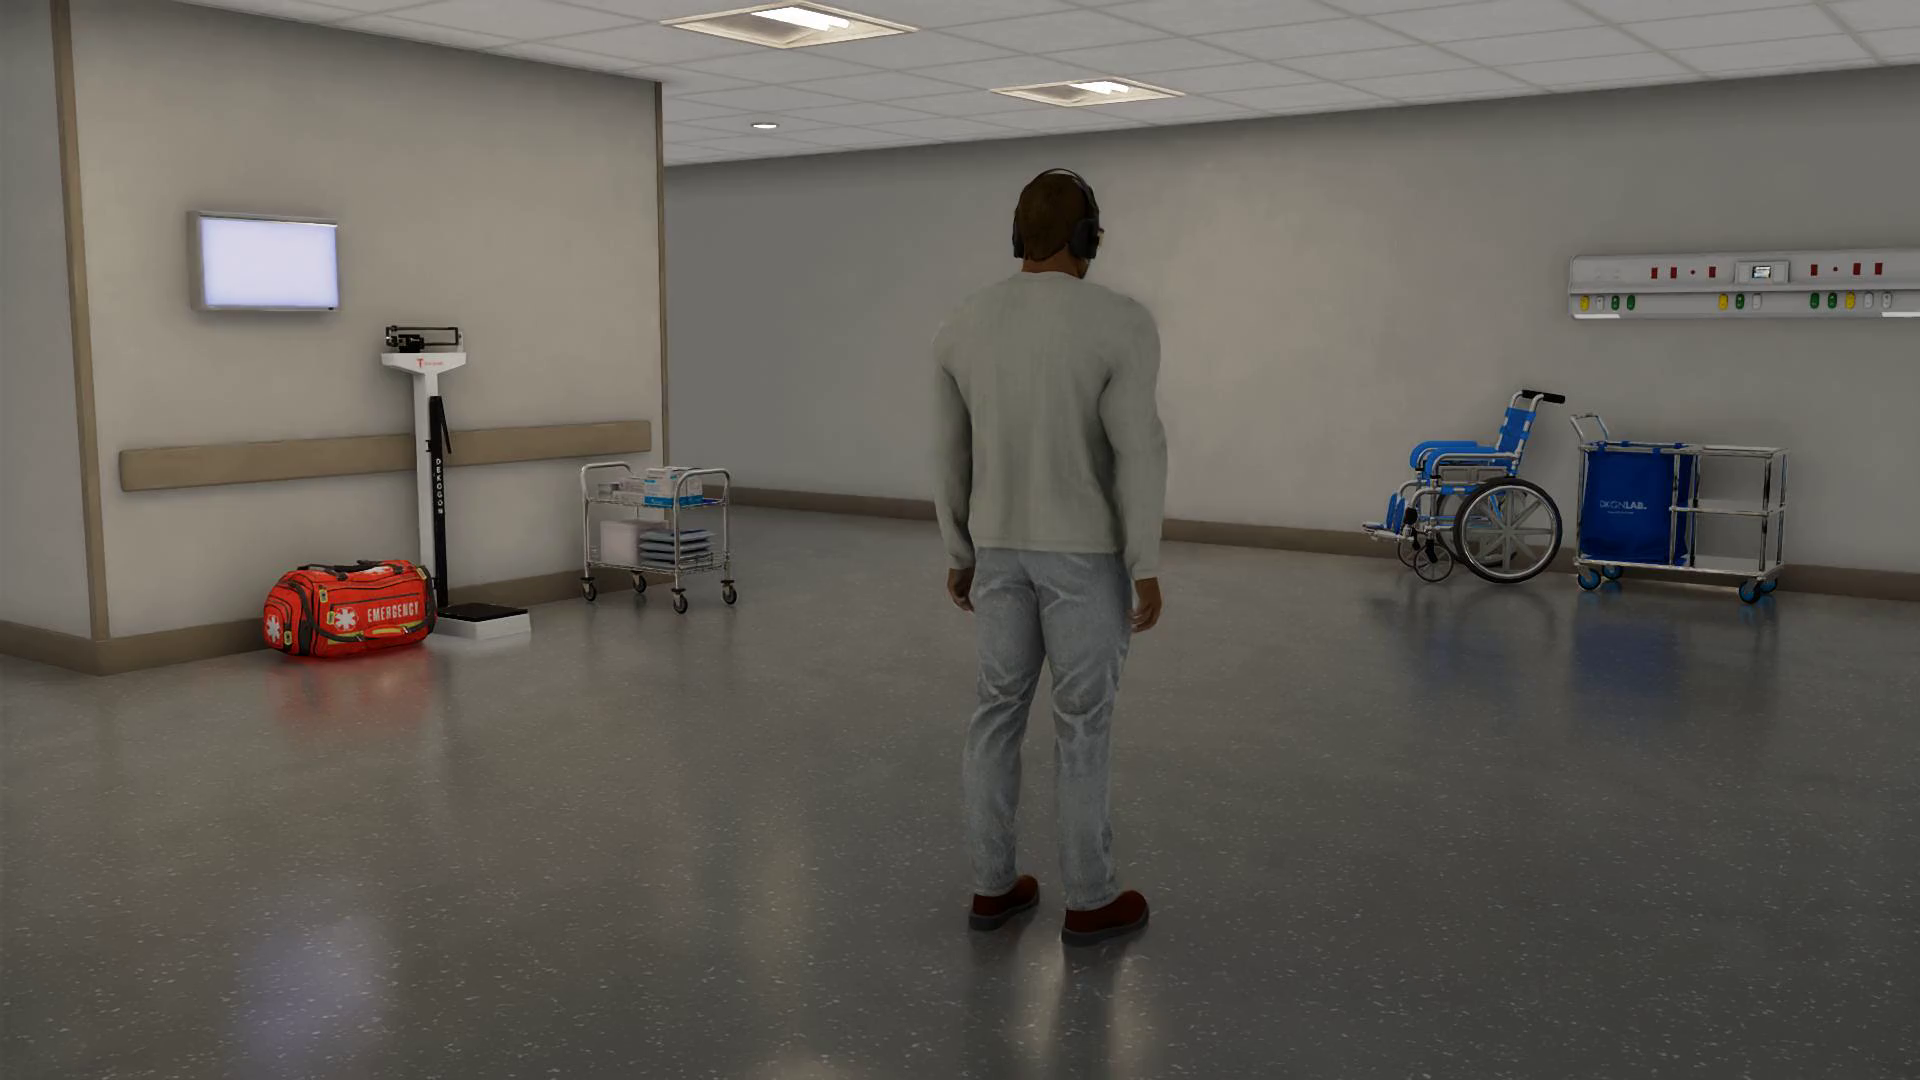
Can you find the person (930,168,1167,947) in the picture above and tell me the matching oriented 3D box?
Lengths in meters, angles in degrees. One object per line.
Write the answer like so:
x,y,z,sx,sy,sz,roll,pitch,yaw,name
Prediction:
0.225,0.045,4.202,0.635,1.936,0.356,4,8,31,person
